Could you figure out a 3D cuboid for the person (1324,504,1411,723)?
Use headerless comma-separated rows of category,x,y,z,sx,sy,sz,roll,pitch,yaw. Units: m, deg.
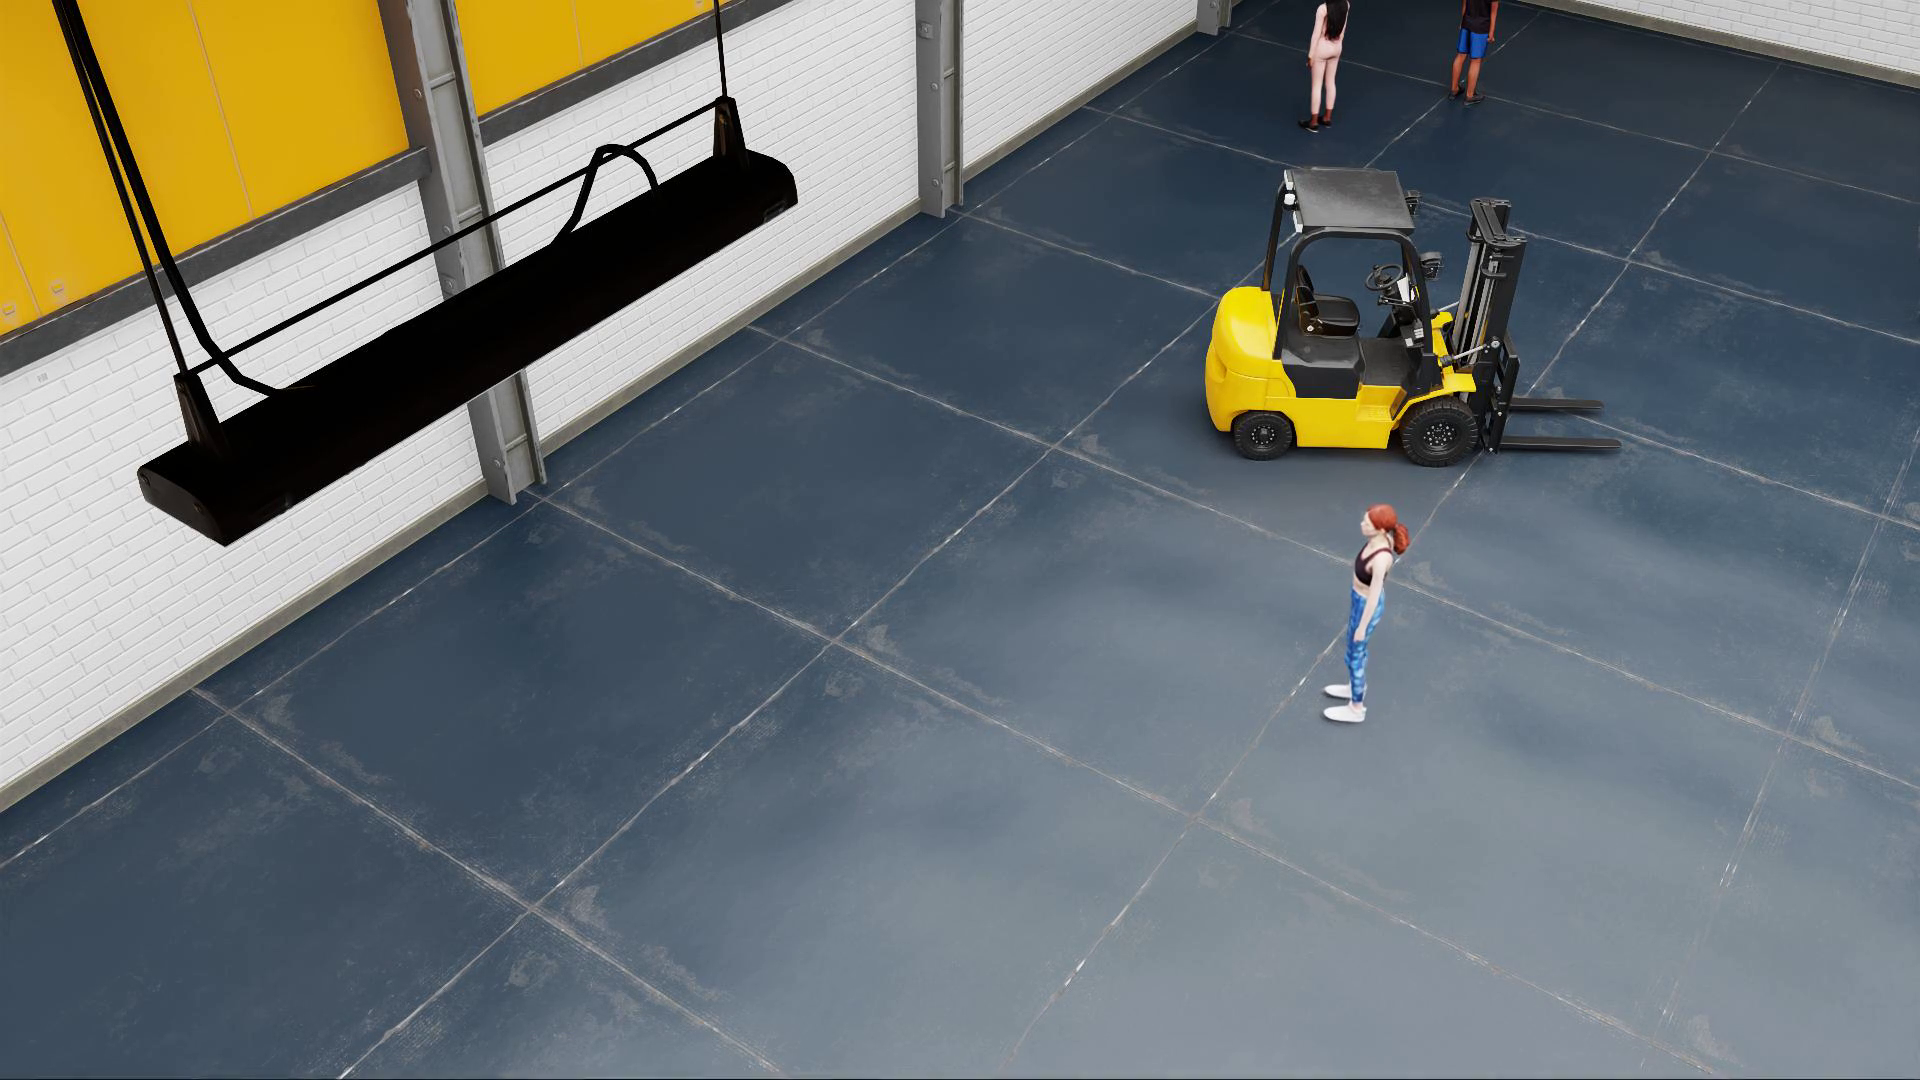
person,2.705,0.484,11.078,0.716,1.781,0.615,8,39,10

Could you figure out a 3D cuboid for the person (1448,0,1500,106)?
person,5.919,-5.908,19.072,0.646,1.793,0.672,-26,46,-29

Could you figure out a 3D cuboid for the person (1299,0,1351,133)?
person,4.085,-5.420,18.521,0.583,1.718,0.740,-23,44,-26
